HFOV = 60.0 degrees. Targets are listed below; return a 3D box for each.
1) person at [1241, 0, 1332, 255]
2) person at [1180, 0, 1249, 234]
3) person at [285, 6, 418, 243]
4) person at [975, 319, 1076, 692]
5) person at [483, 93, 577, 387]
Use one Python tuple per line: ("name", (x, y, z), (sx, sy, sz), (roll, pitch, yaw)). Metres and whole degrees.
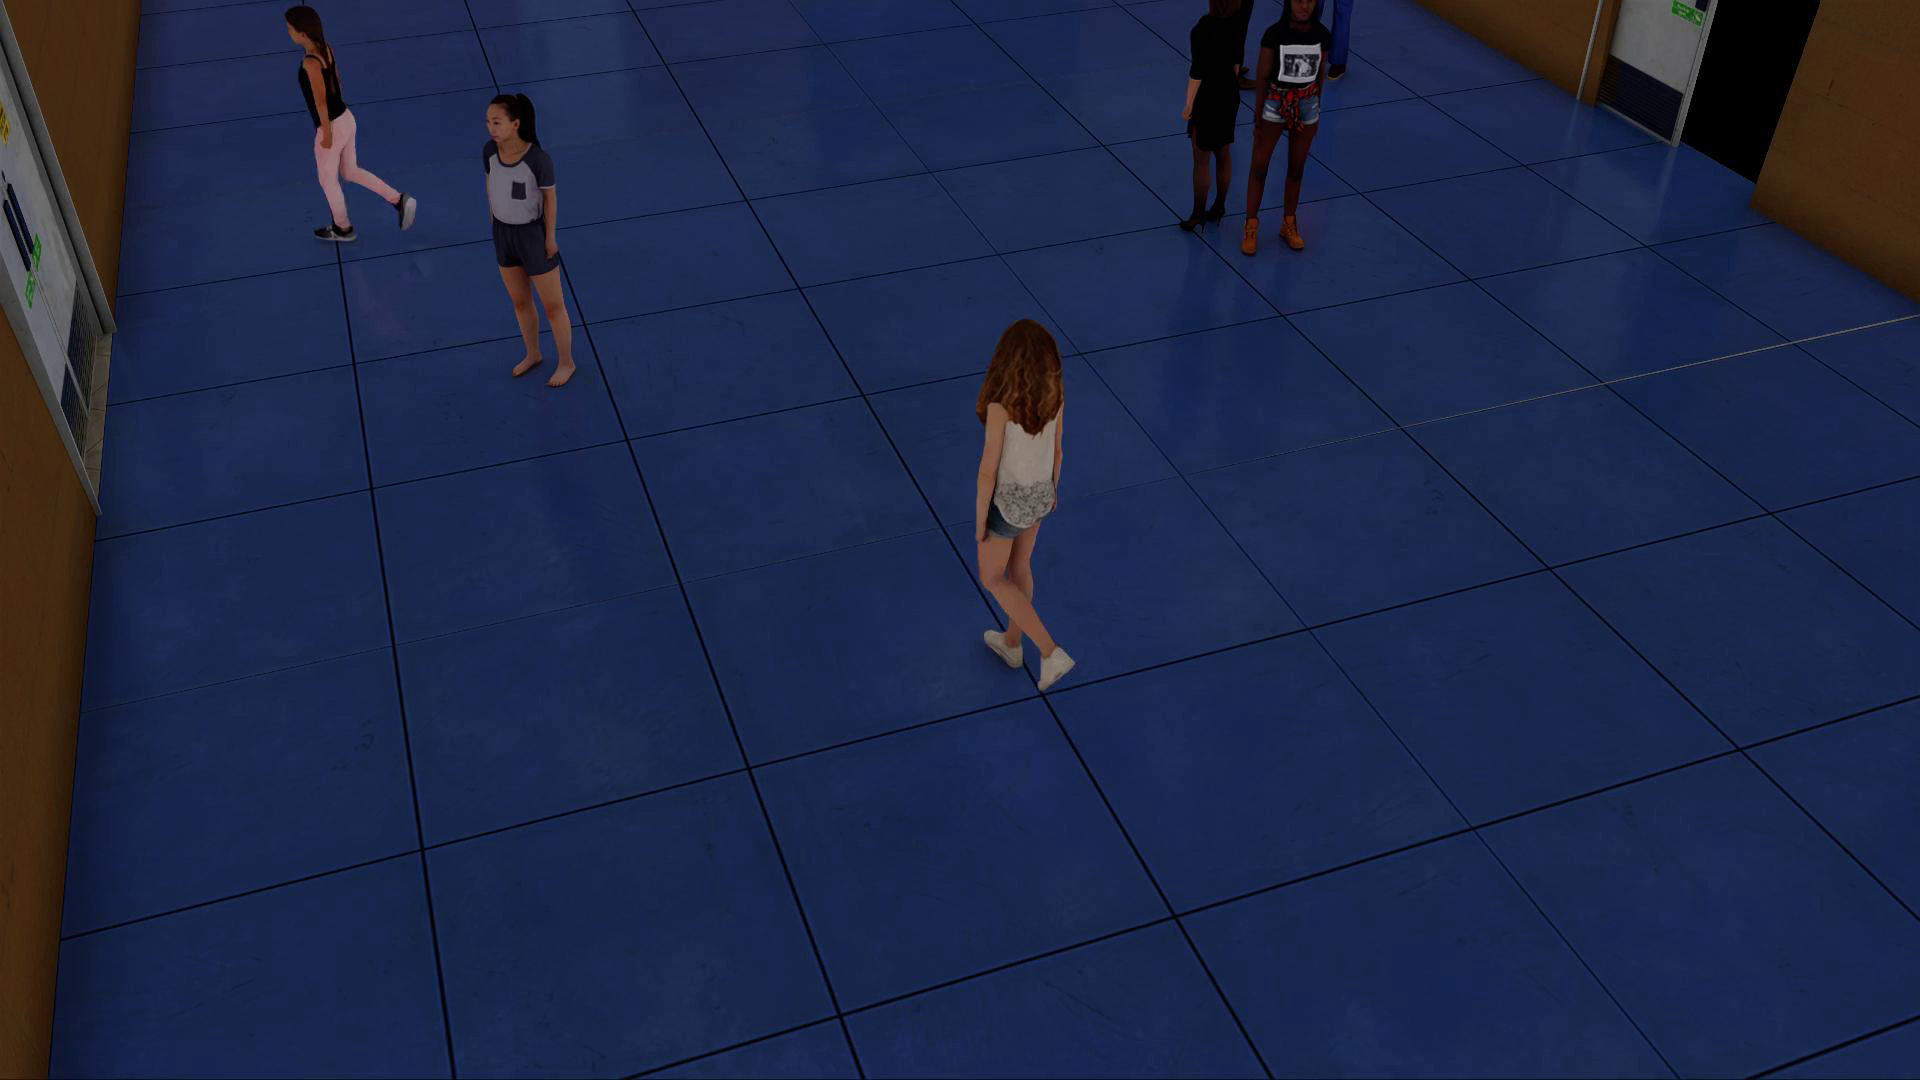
("person", (2.027, -2.632, 10.330), (0.592, 1.729, 0.710), (-5, 37, -7))
("person", (1.609, -2.766, 10.514), (0.532, 1.707, 0.698), (-24, 43, -29))
("person", (-3.849, -2.571, 10.403), (0.977, 1.545, 0.736), (2, 37, 2))
("person", (0.294, -0.079, 6.916), (0.880, 1.744, 0.803), (-24, 43, -29))
("person", (-2.361, -1.631, 9.062), (0.663, 1.651, 0.725), (15, 39, 19))
